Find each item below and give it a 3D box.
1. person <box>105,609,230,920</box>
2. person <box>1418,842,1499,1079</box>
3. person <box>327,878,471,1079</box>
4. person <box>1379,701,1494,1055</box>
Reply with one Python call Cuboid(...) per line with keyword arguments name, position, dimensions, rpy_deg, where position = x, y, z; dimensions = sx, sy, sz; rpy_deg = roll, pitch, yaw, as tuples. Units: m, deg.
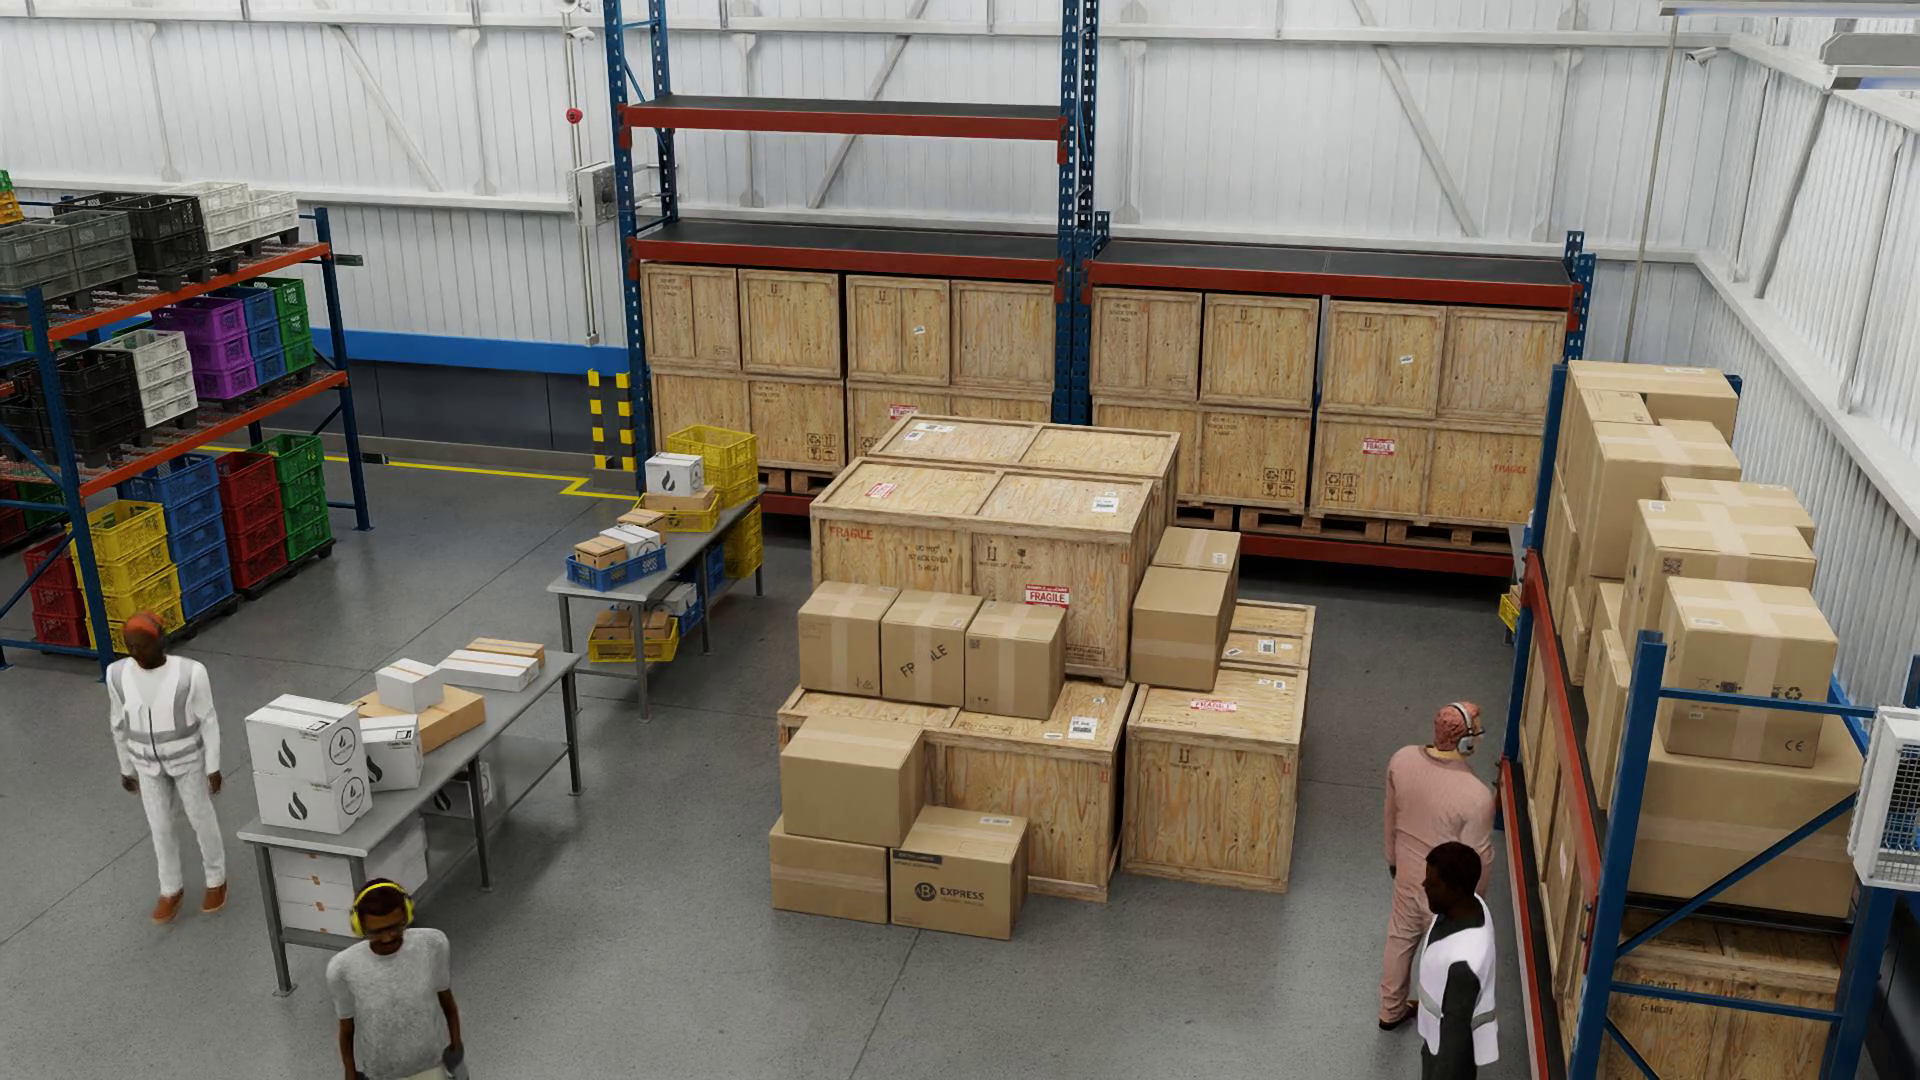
Cuboid(name="person", position=(-4.493, 1.269, 9.449), dimensions=(0.582, 1.882, 0.350), rpy_deg=(-1, 21, -3))
Cuboid(name="person", position=(2.092, 2.148, 7.116), dimensions=(0.402, 1.910, 0.598), rpy_deg=(5, 22, 13))
Cuboid(name="person", position=(-2.321, 2.227, 6.981), dimensions=(0.497, 1.859, 0.326), rpy_deg=(-10, 23, -25))
Cuboid(name="person", position=(2.402, 1.681, 8.335), dimensions=(0.399, 1.909, 0.642), rpy_deg=(-12, 24, -28))
